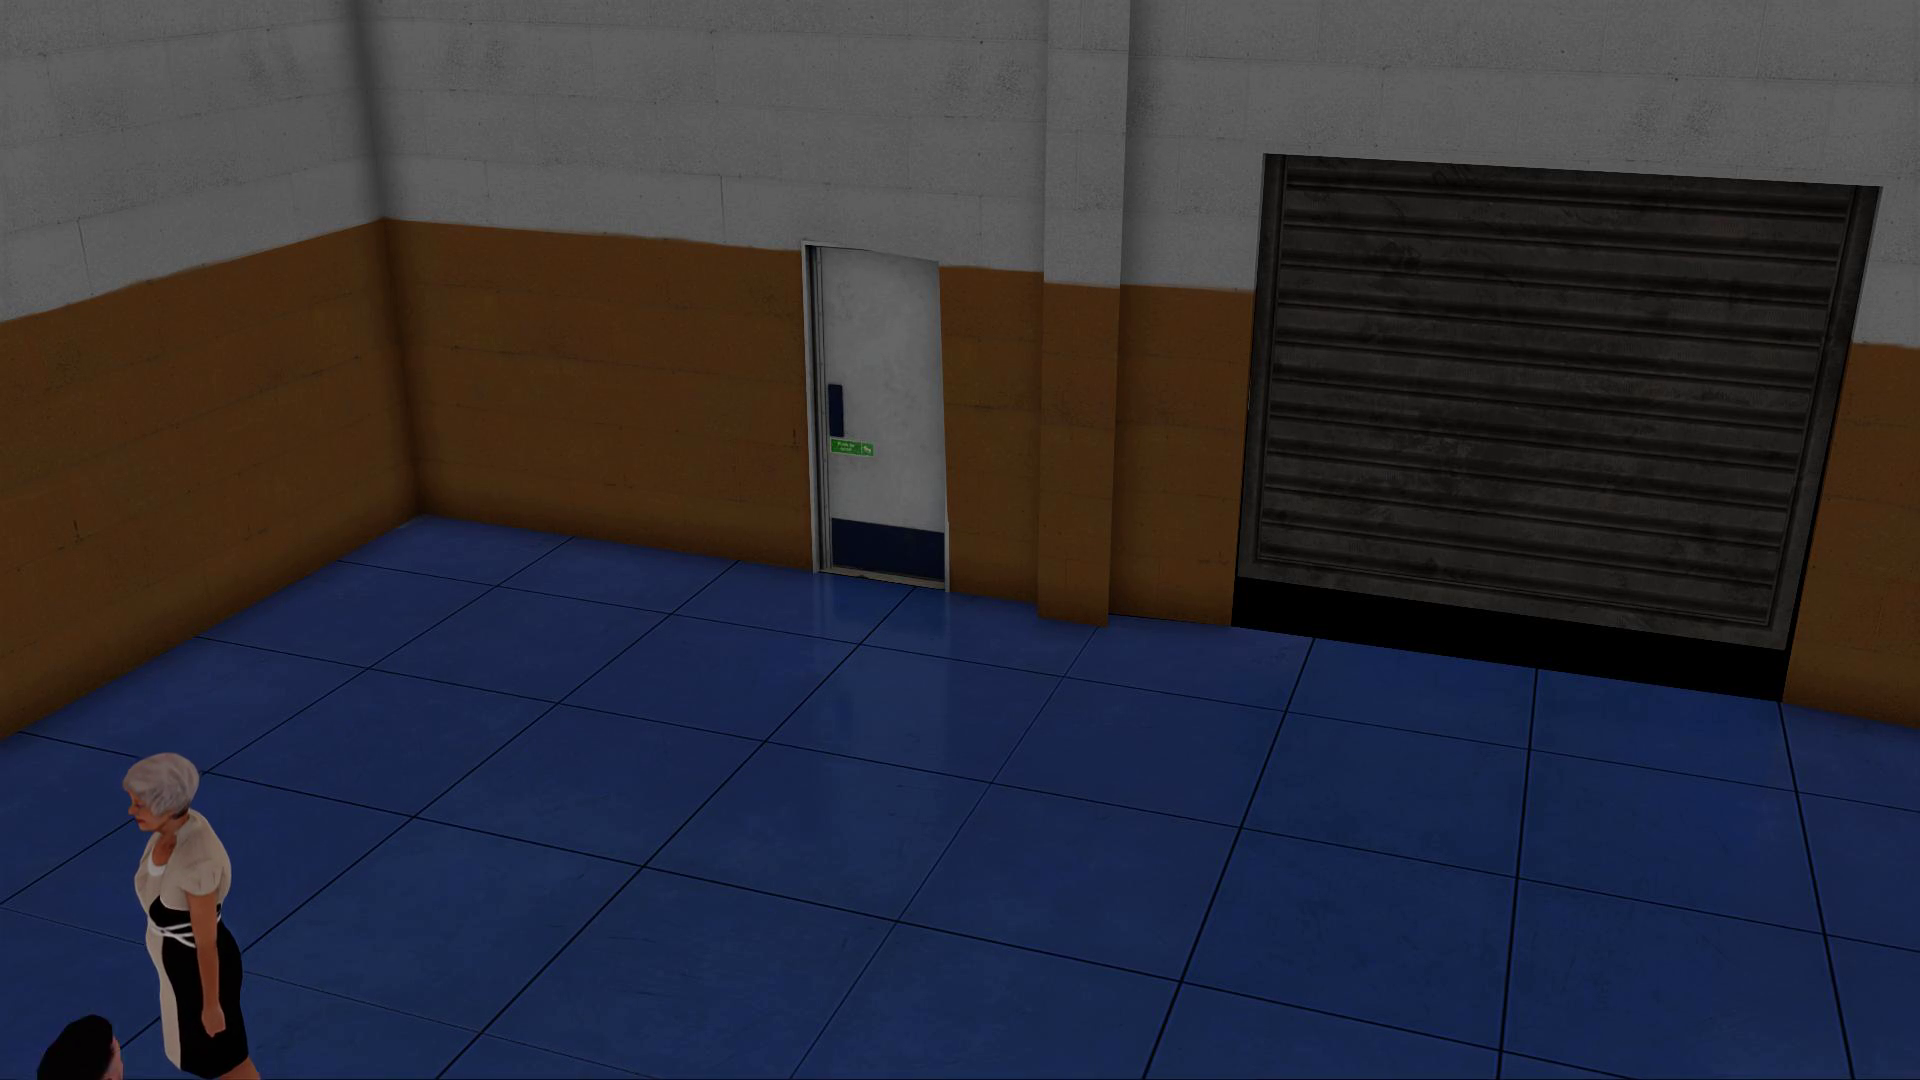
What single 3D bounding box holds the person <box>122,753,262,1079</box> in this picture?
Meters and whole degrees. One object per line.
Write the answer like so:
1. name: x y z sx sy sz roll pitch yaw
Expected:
1. person: -2.656 1.521 5.888 0.758 1.750 0.670 -13 26 -30
